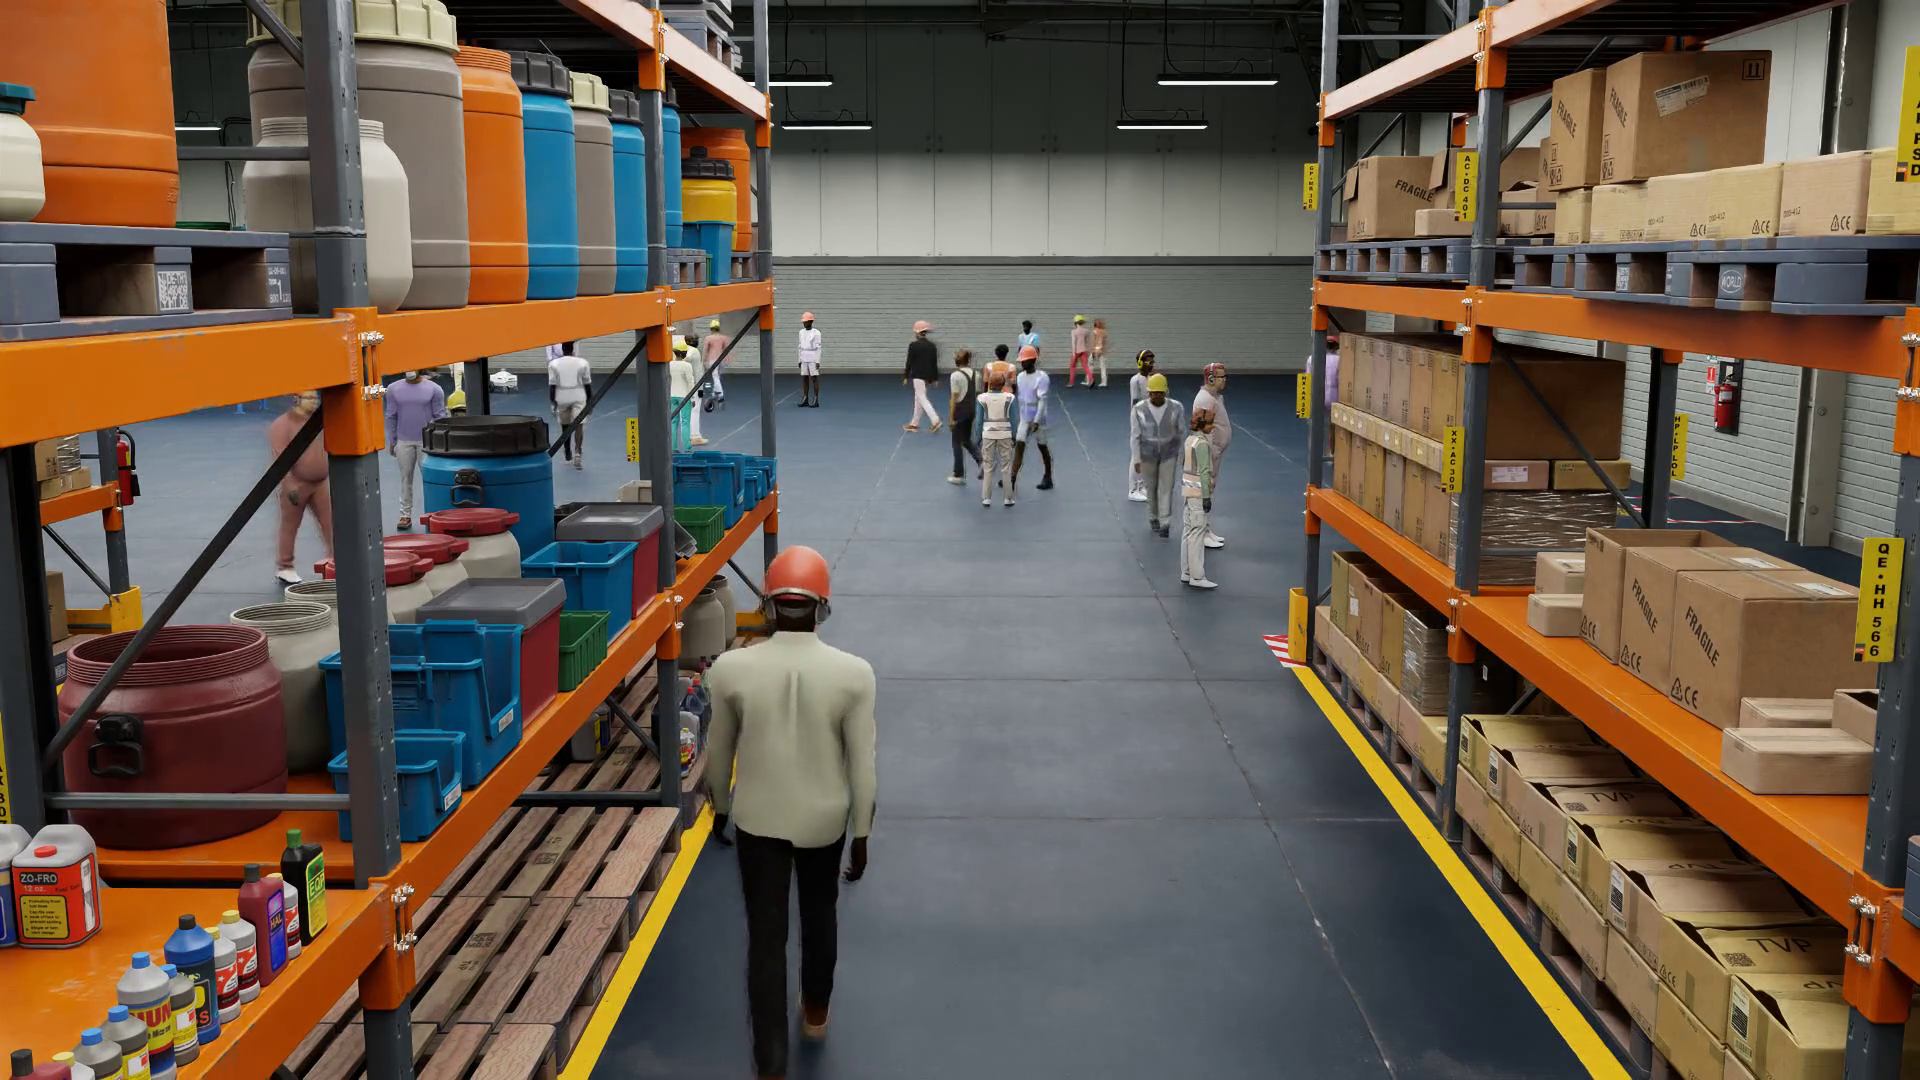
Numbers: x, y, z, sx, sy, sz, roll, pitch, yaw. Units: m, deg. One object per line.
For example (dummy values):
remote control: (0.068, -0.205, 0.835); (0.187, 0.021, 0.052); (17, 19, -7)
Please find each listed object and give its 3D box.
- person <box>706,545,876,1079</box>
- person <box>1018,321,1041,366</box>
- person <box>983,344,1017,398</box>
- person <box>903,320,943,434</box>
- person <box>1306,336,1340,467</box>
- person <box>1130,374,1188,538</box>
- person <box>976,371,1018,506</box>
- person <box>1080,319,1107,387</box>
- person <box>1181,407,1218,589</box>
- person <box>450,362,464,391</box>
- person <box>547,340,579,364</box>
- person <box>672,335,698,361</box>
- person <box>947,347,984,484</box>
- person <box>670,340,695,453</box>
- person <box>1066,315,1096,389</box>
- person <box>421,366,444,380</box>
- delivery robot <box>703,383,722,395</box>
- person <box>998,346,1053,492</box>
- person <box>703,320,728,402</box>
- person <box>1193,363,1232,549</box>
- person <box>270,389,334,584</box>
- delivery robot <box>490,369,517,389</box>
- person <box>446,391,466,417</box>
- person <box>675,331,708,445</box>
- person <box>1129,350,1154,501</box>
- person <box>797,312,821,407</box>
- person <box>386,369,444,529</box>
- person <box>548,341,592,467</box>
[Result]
person: (-0.604, 0.990, 5.985); (0.606, 1.955, 1.009); (-1, 10, -8)
person: (1.590, -4.171, 37.832); (0.541, 1.645, 0.741); (8, 12, 39)
person: (0.637, -2.237, 26.091); (0.545, 1.682, 0.564); (0, 9, 0)
person: (-0.620, -2.831, 28.880); (0.988, 1.963, 0.603); (9, 13, 42)
person: (5.244, -2.007, 23.833); (0.625, 2.000, 1.046); (3, 10, 18)
person: (2.159, -0.928, 18.040); (0.622, 1.769, 0.992); (1, 10, 8)
person: (0.447, -1.227, 20.189); (0.514, 1.641, 0.303); (1, 10, 6)
person: (3.206, -4.460, 39.653); (0.771, 1.608, 0.538); (9, 13, 43)
person: (2.178, -0.390, 15.184); (0.311, 1.639, 0.514); (-1, 10, -8)
person: (-9.770, -3.309, 32.685); (0.497, 1.632, 0.289); (-1, 10, -5)
person: (-8.363, -3.811, 35.043); (0.646, 1.853, 1.008); (-2, 10, -13)
person: (-5.297, -3.290, 31.660); (0.639, 1.937, 0.360); (0, 9, -2)
person: (0.078, -1.649, 22.166); (0.532, 1.833, 0.510); (8, 13, 41)
person: (-4.264, -2.169, 25.458); (0.524, 1.769, 0.315); (6, 11, 30)
person: (2.855, -4.427, 39.101); (0.529, 1.730, 0.850); (-7, 12, -36)
person: (-13.437, -5.071, 42.149); (0.643, 2.000, 0.702); (4, 10, 20)
delivery robot: (-5.050, -3.024, 33.271); (0.335, 0.223, 0.698); (5, 11, 29)
person: (0.898, -1.564, 21.511); (0.554, 1.876, 1.000); (8, 12, 39)
person: (-5.197, -3.821, 35.471); (0.532, 1.728, 0.883); (-6, 11, -33)
person: (2.633, -0.892, 17.384); (0.402, 1.911, 0.638); (2, 10, 12)
person: (-5.929, -0.496, 15.182); (1.004, 1.854, 0.646); (6, 11, 34)
delivery robot: (-10.380, -3.652, 37.807); (0.707, 0.478, 0.477); (9, 13, 43)
person: (-4.437, -0.419, 14.856); (0.587, 1.811, 0.463); (-7, 12, -37)
person: (-4.375, -2.490, 27.160); (0.429, 1.839, 0.634); (-8, 13, -41)
person: (2.293, -1.434, 20.755); (0.316, 1.867, 0.531); (5, 11, 27)
person: (-3.100, -3.697, 34.093); (0.542, 1.939, 0.366); (6, 11, 33)
person: (-6.052, -1.097, 18.522); (0.627, 1.940, 0.376); (-1, 10, -9)
person: (-5.673, -2.041, 24.228); (0.609, 1.934, 0.961); (-2, 10, -9)
